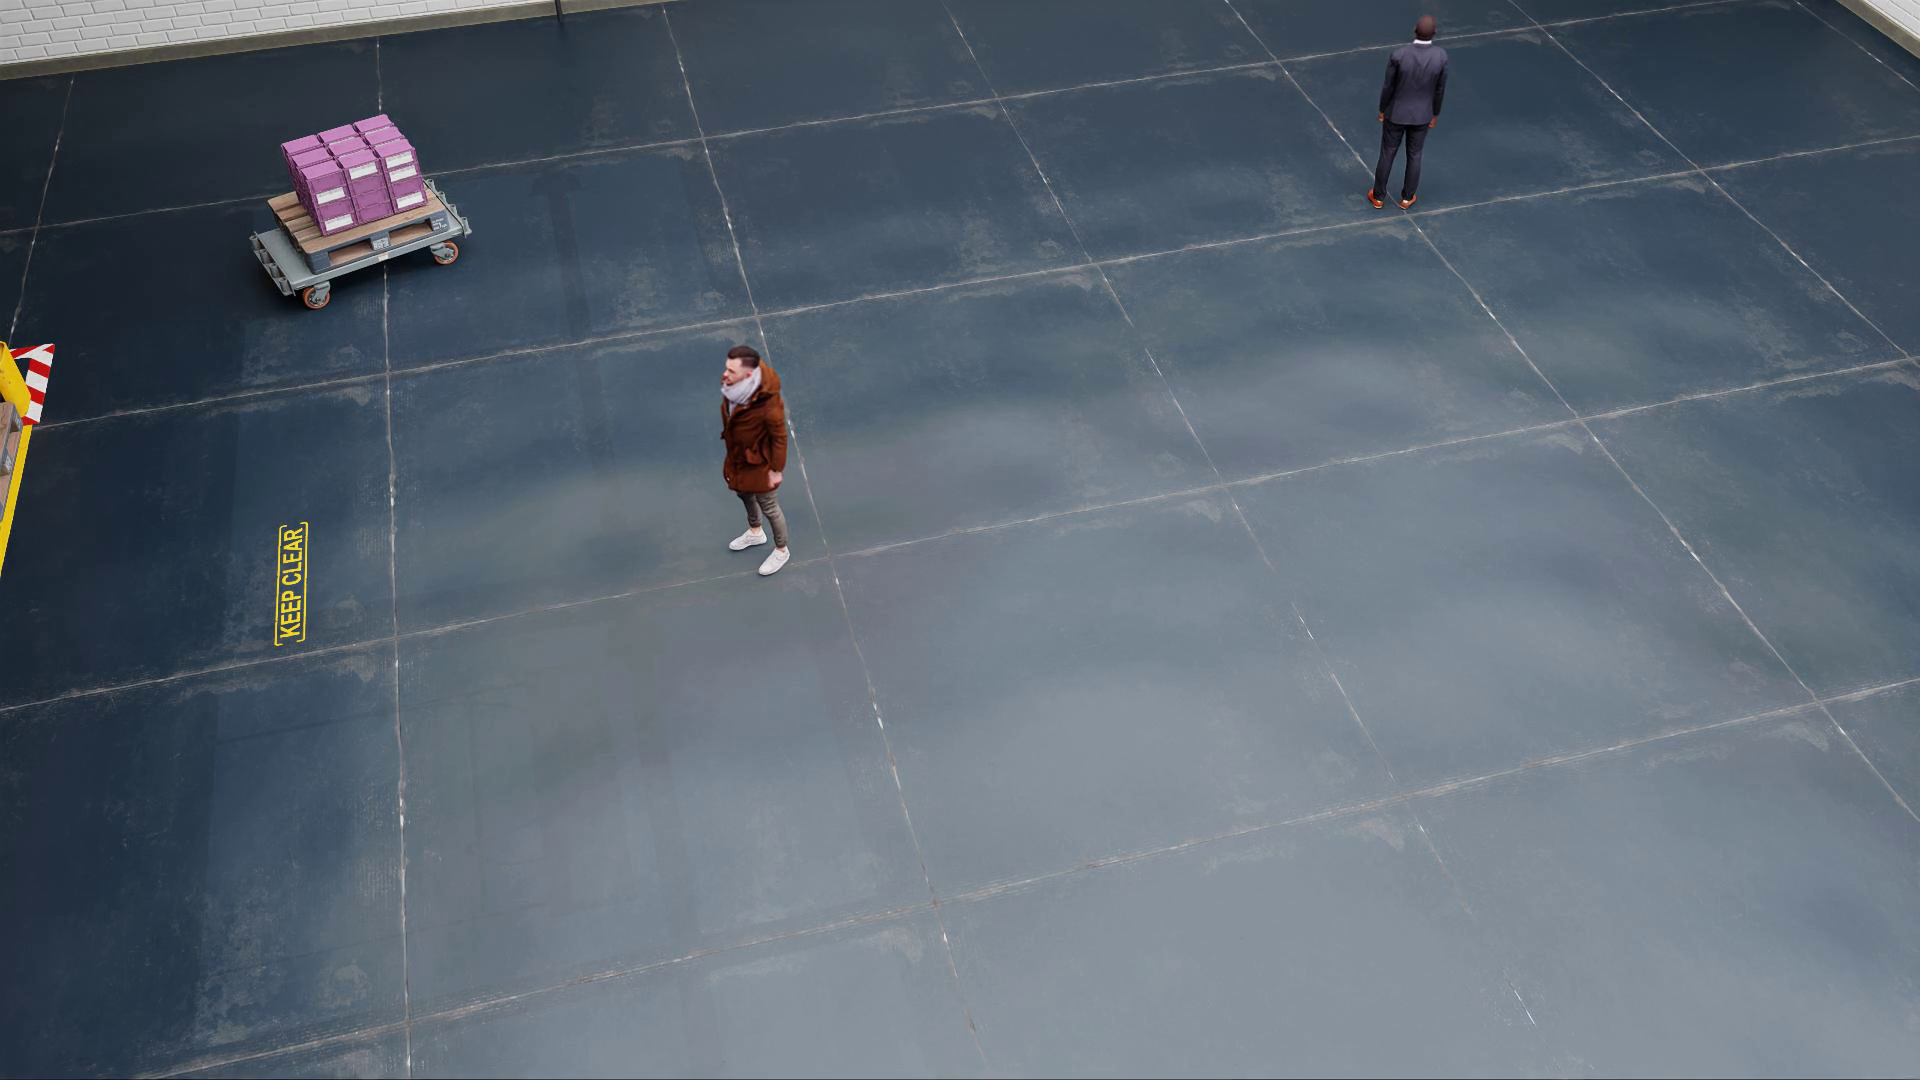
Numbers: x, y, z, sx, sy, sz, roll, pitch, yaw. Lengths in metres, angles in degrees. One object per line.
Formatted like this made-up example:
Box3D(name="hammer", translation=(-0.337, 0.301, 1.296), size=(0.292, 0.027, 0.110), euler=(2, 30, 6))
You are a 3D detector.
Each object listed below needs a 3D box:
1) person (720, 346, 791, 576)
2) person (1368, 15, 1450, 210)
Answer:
Box3D(name="person", translation=(-1.383, -0.560, 11.212), size=(0.895, 1.837, 0.798), euler=(-32, 52, -29))
Box3D(name="person", translation=(3.928, -3.729, 14.548), size=(0.778, 1.824, 0.759), euler=(6, 44, 7))
